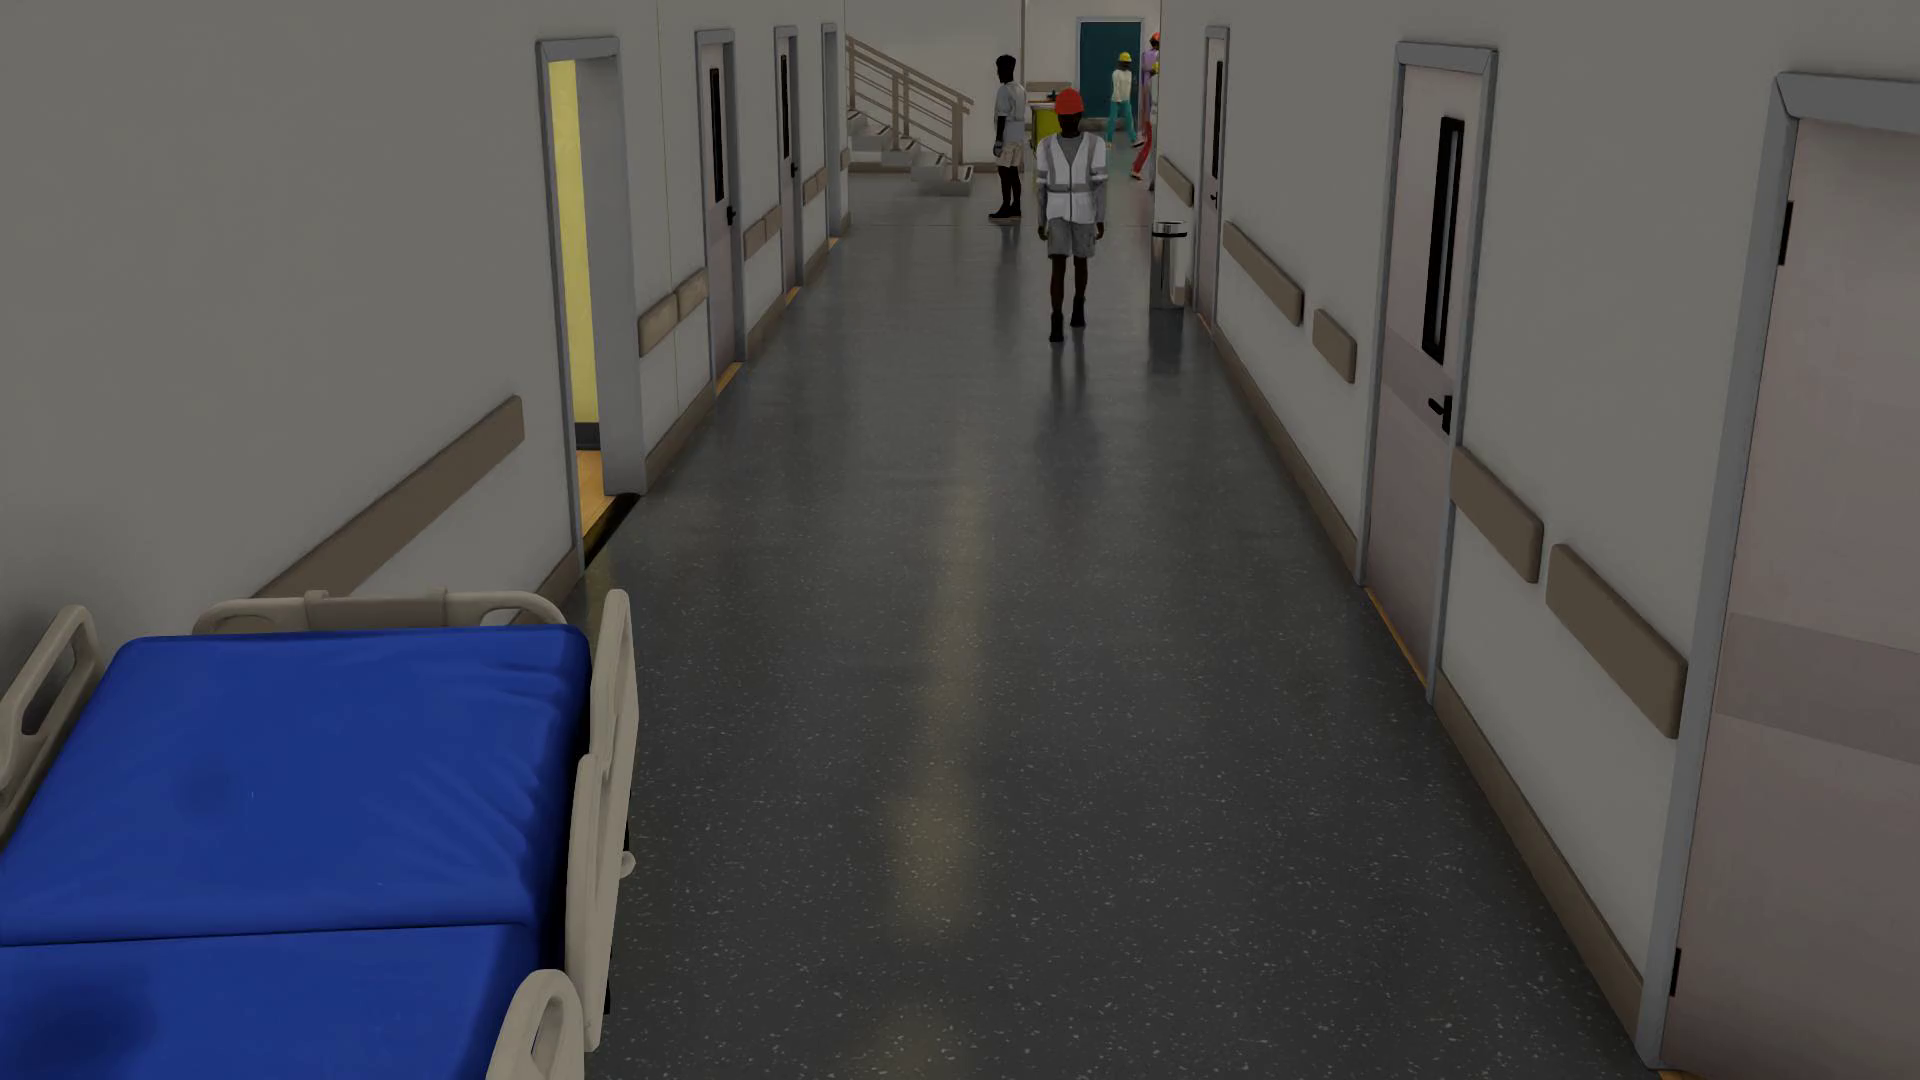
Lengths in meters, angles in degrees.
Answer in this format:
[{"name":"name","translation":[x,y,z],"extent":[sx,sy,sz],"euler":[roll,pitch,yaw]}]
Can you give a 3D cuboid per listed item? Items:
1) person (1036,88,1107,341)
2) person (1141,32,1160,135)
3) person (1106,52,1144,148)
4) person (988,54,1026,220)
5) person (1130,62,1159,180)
[{"name":"person","translation":[0.861,-2.544,12.947],"extent":[0.549,1.896,0.972],"euler":[2,18,5]},{"name":"person","translation":[3.948,-9.249,33.783],"extent":[0.411,2.032,0.611],"euler":[-17,24,-42]},{"name":"person","translation":[3.022,-8.086,30.633],"extent":[0.523,1.720,0.915],"euler":[-12,21,-33]},{"name":"person","translation":[0.583,-4.862,20.126],"extent":[0.388,1.952,0.614],"euler":[8,19,24]},{"name":"person","translation":[2.915,-6.279,24.951],"extent":[0.917,1.720,0.541],"euler":[-11,21,-30]}]
